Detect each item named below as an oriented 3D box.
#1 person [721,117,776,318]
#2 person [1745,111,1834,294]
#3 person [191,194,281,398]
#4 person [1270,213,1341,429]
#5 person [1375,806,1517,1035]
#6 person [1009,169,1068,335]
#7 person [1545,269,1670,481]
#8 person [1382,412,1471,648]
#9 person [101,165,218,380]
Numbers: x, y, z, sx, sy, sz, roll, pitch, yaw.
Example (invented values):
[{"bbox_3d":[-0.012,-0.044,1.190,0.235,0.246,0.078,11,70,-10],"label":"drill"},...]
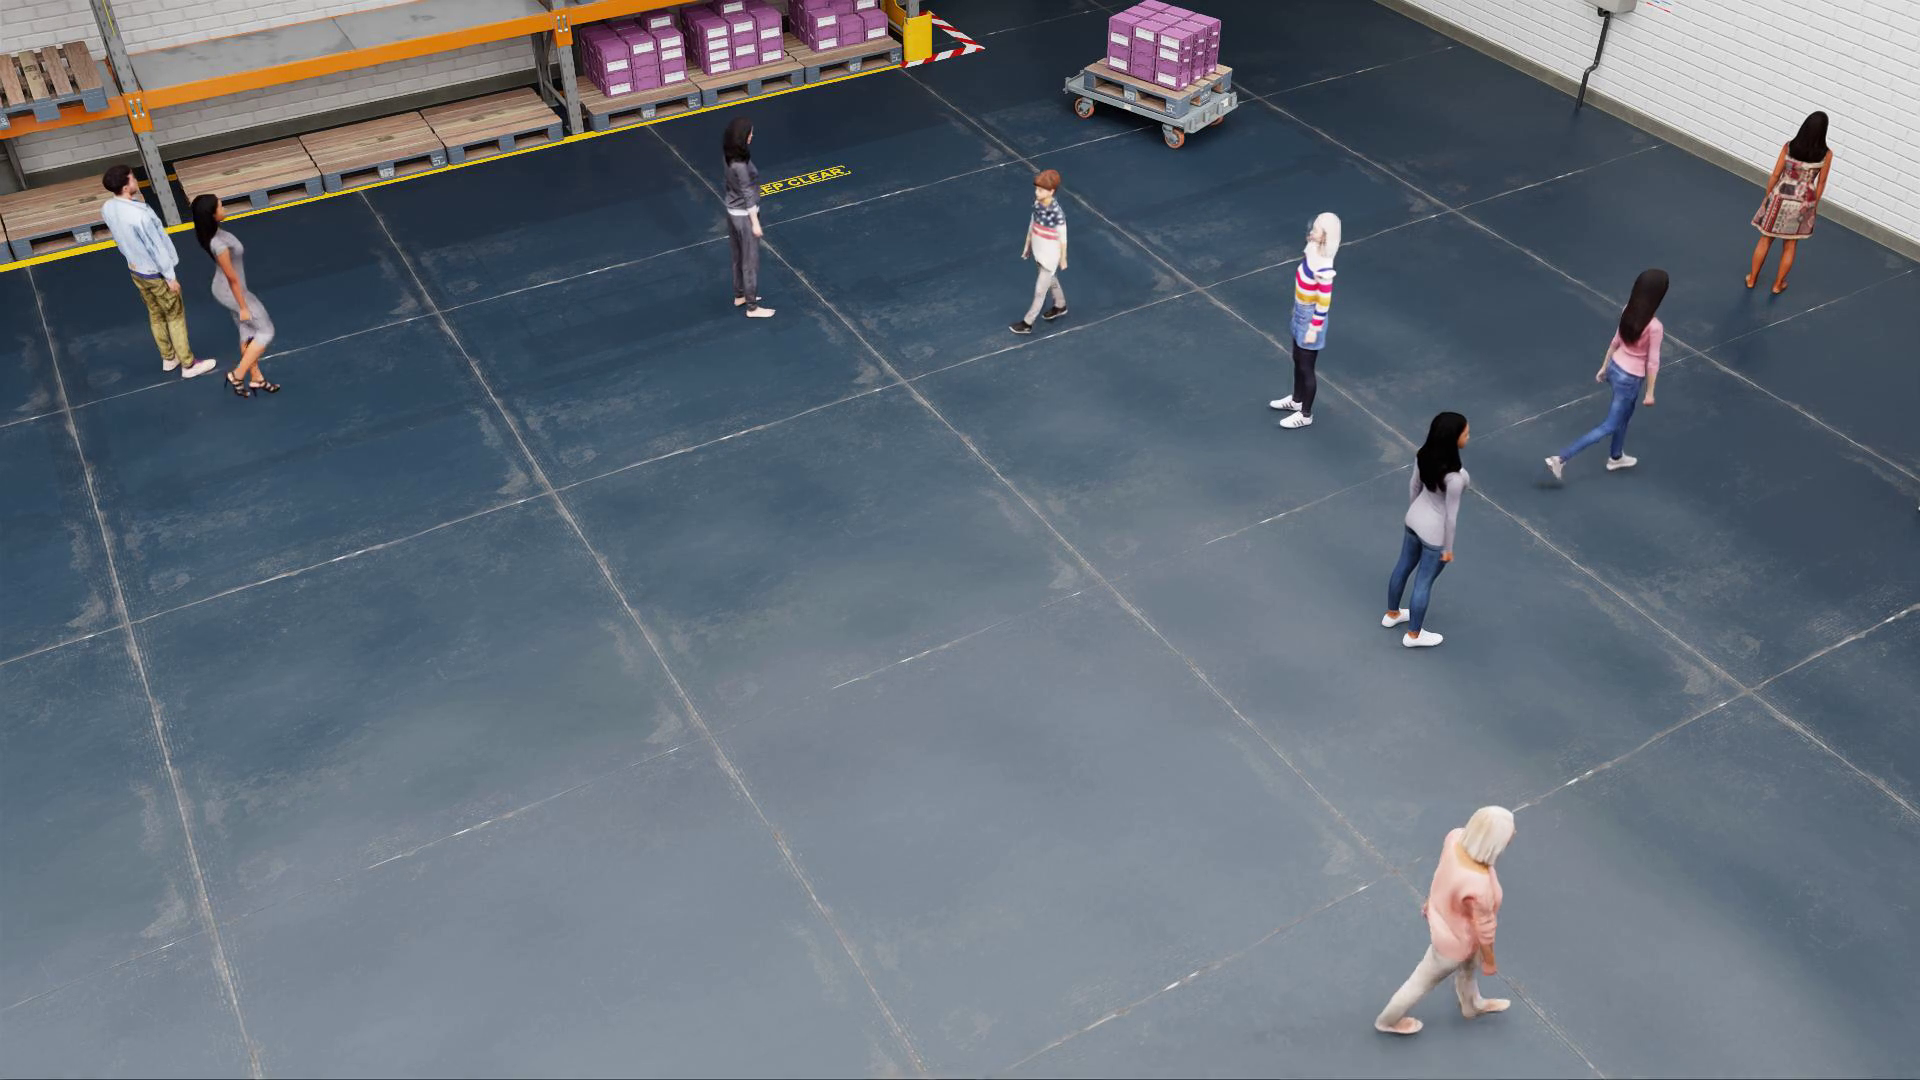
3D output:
[{"bbox_3d":[-1.830,-2.715,13.996,0.498,1.761,0.588,-19,42,-22],"label":"person"},{"bbox_3d":[7.163,-2.918,14.344,0.729,1.645,0.725,19,42,22],"label":"person"},{"bbox_3d":[-5.700,-1.831,12.883,0.755,1.771,0.656,-28,46,-30],"label":"person"},{"bbox_3d":[2.673,-1.678,12.660,0.692,1.808,0.726,-2,39,-3],"label":"person"},{"bbox_3d":[2.357,1.934,8.230,1.058,1.693,0.867,-2,39,-3],"label":"person"},{"bbox_3d":[0.784,-2.441,13.939,0.918,1.405,0.586,-25,45,-28],"label":"person"},{"bbox_3d":[4.759,-1.154,12.077,1.135,1.717,0.779,-8,39,-10],"label":"person"},{"bbox_3d":[3.001,-0.069,10.703,0.581,1.736,0.640,-13,40,-15],"label":"person"},{"bbox_3d":[-6.428,-2.132,13.226,0.762,1.812,0.750,21,43,24],"label":"person"}]
